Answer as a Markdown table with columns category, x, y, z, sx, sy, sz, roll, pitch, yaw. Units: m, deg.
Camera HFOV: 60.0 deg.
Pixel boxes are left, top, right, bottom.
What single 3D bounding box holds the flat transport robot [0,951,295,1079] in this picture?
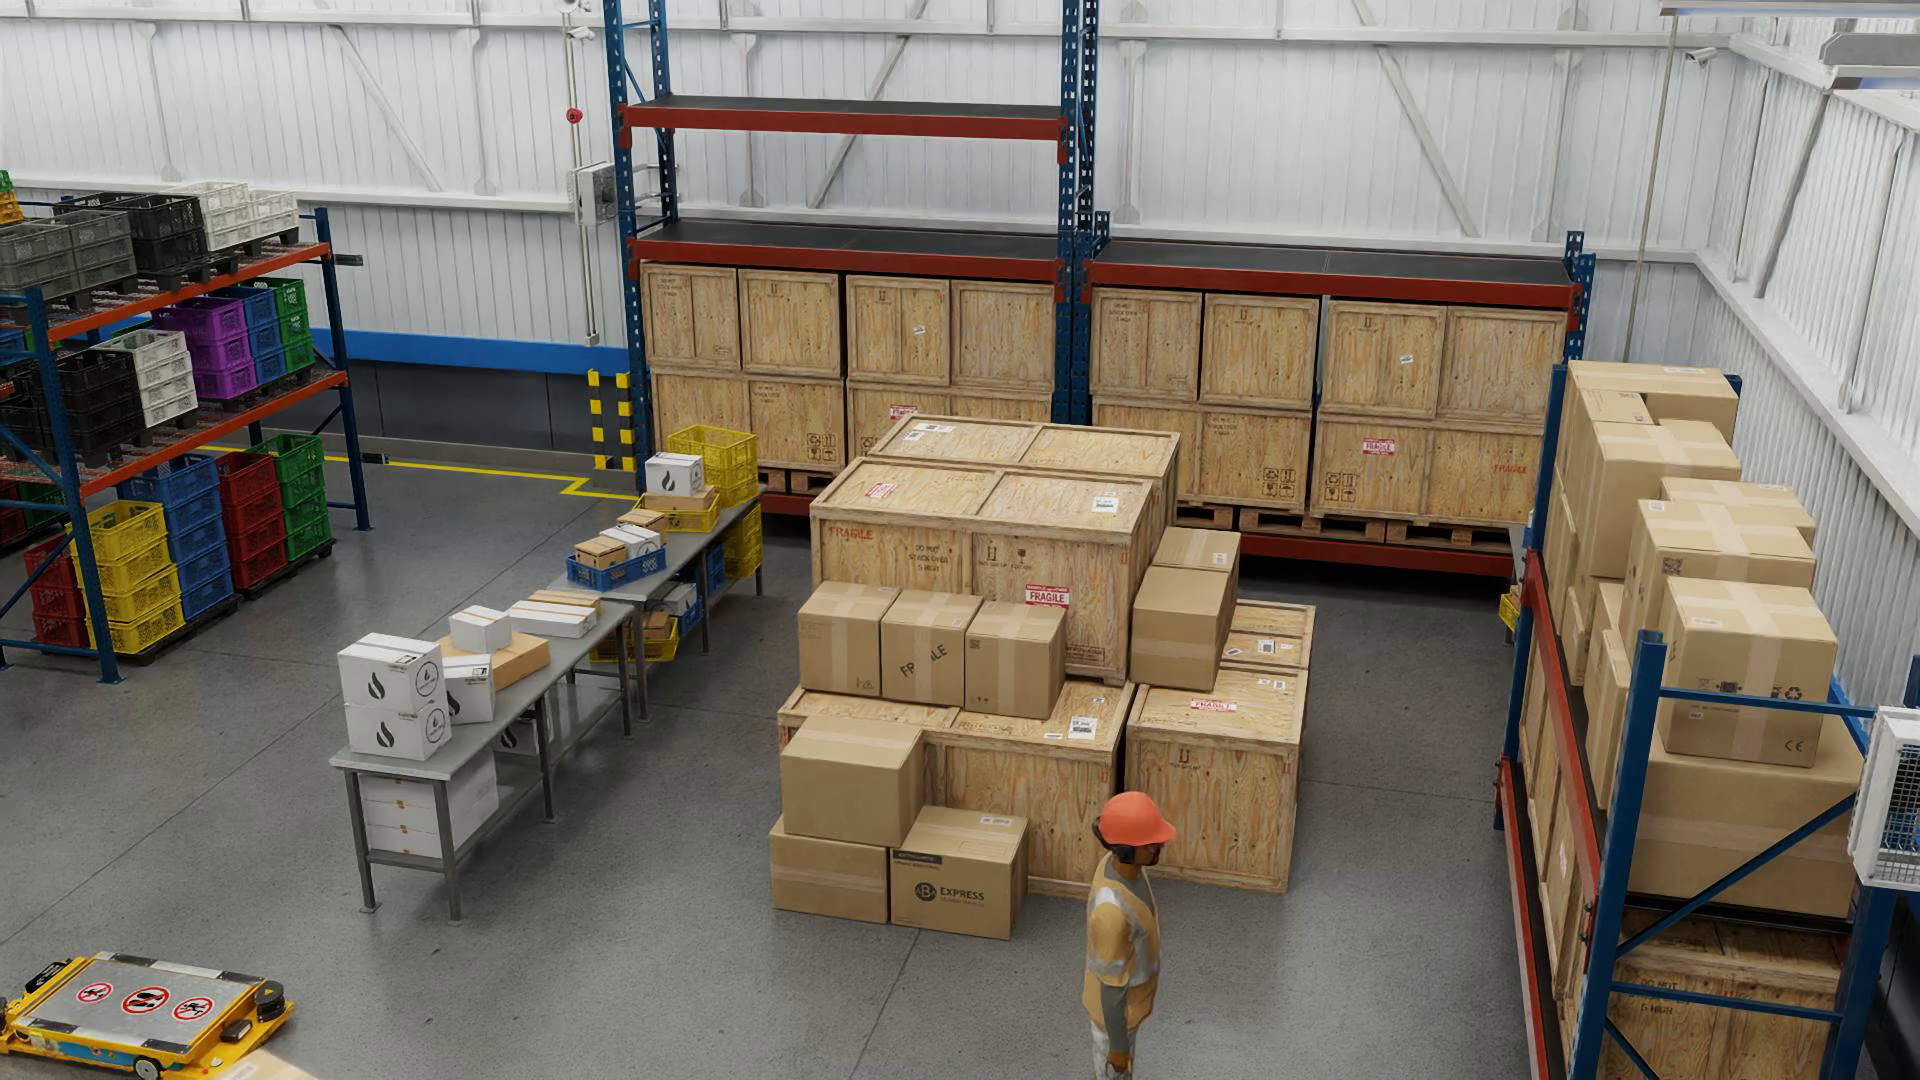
| category | x | y | z | sx | sy | sz | roll | pitch | yaw |
| --- | --- | --- | --- | --- | --- | --- | --- | --- | --- |
| flat transport robot | -4.270 | 2.464 | 8.601 | 1.431 | 0.231 | 0.659 | 5 | 22 | 13 |

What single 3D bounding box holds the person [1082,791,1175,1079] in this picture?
| category | x | y | z | sx | sy | sz | roll | pitch | yaw |
| --- | --- | --- | --- | --- | --- | --- | --- | --- | --- |
| person | 0.724 | 2.017 | 7.281 | 0.366 | 2.048 | 0.605 | 4 | 21 | 9 |
